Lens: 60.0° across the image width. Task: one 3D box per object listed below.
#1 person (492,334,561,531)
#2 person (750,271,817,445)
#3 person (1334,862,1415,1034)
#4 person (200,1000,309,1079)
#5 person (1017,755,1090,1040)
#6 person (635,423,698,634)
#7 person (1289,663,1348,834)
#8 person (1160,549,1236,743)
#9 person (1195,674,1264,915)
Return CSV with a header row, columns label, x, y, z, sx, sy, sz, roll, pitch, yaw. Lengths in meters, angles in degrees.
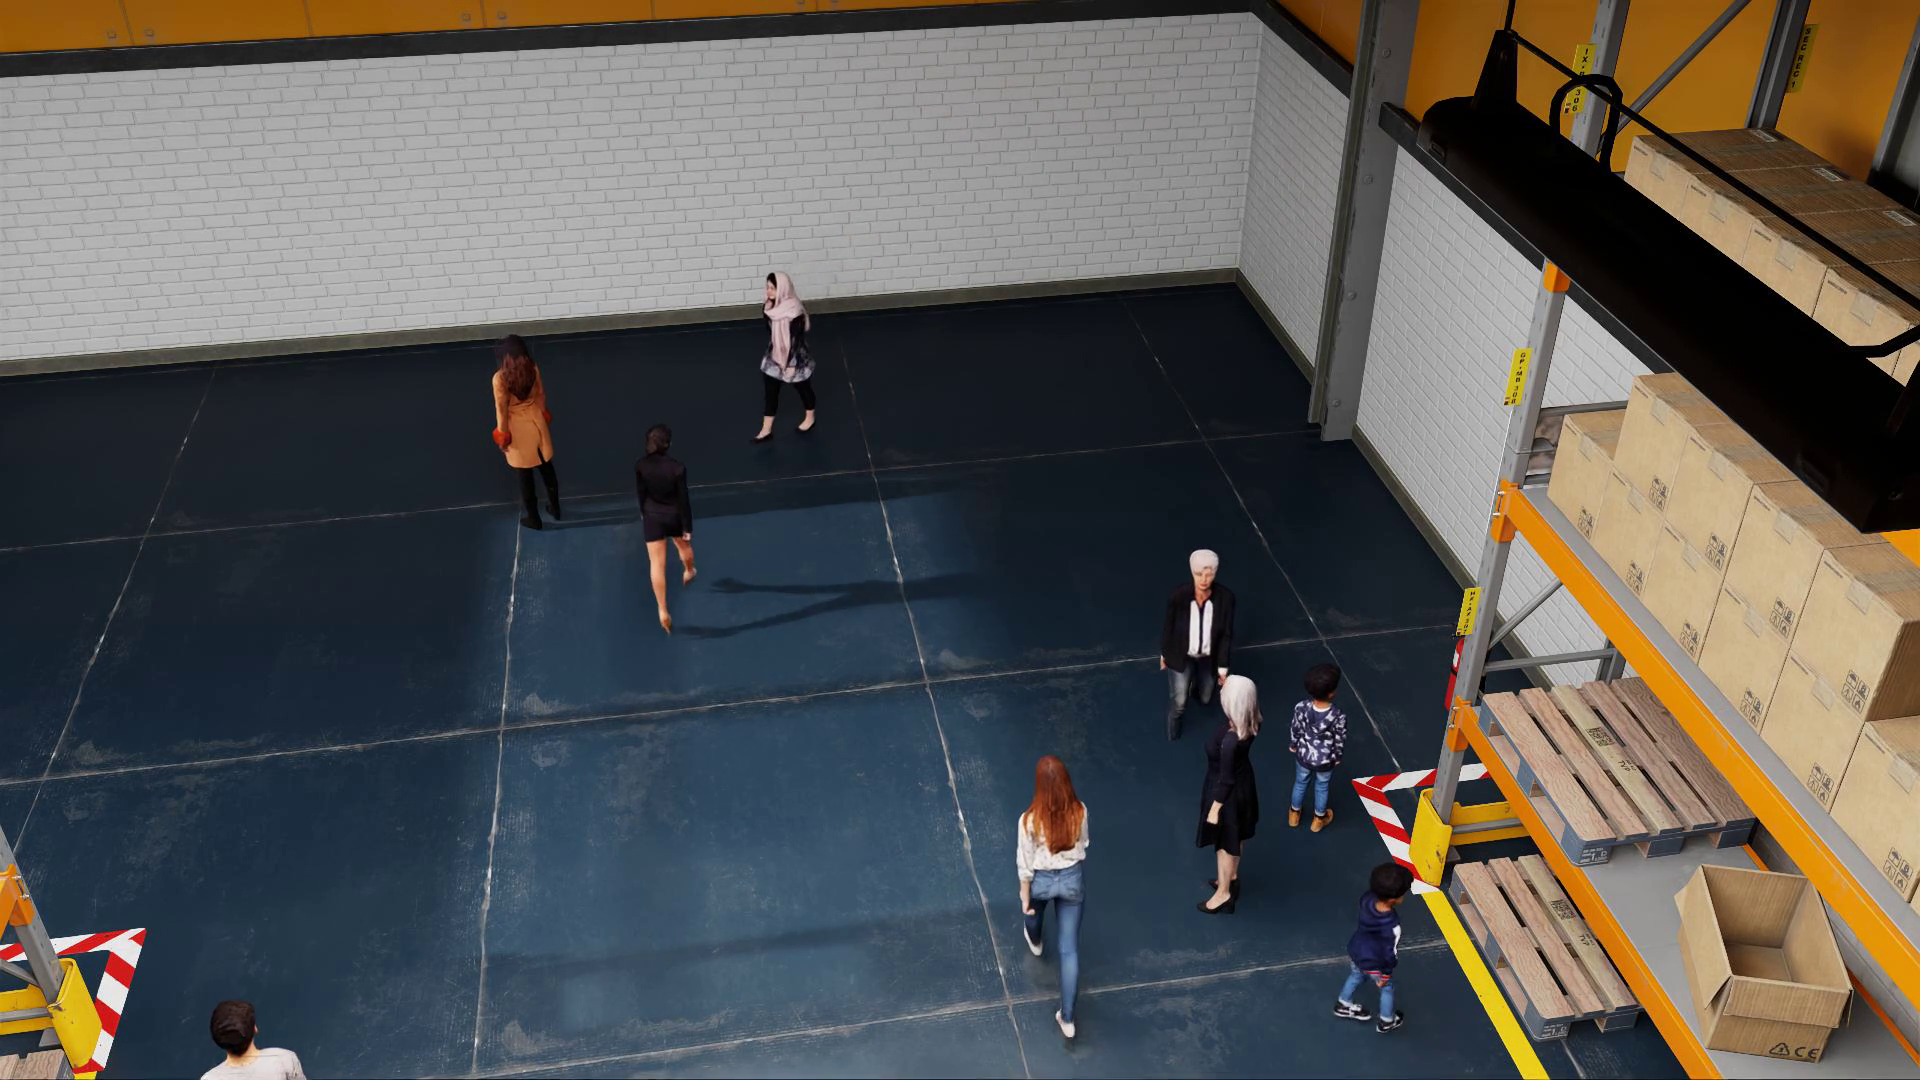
label,x,y,z,sx,sy,sz,roll,pitch,yaw
person,-3.473,-0.866,13.305,0.779,1.719,0.798,-28,43,-36
person,-1.430,-1.635,14.564,0.978,1.606,1.017,23,40,30
person,2.219,2.225,9.118,0.611,1.206,0.567,-4,34,-6
person,-3.214,2.839,7.740,0.678,1.708,0.690,-13,36,-18
person,0.542,1.954,9.093,0.627,1.686,1.168,-3,34,-5
person,-2.171,-0.059,12.206,0.696,1.591,1.062,1,34,1
person,2.242,1.308,10.456,0.579,1.253,0.626,16,37,23
person,1.561,0.766,11.314,0.901,1.764,1.086,4,34,5
person,1.567,1.492,9.733,0.763,1.746,0.683,16,37,22
